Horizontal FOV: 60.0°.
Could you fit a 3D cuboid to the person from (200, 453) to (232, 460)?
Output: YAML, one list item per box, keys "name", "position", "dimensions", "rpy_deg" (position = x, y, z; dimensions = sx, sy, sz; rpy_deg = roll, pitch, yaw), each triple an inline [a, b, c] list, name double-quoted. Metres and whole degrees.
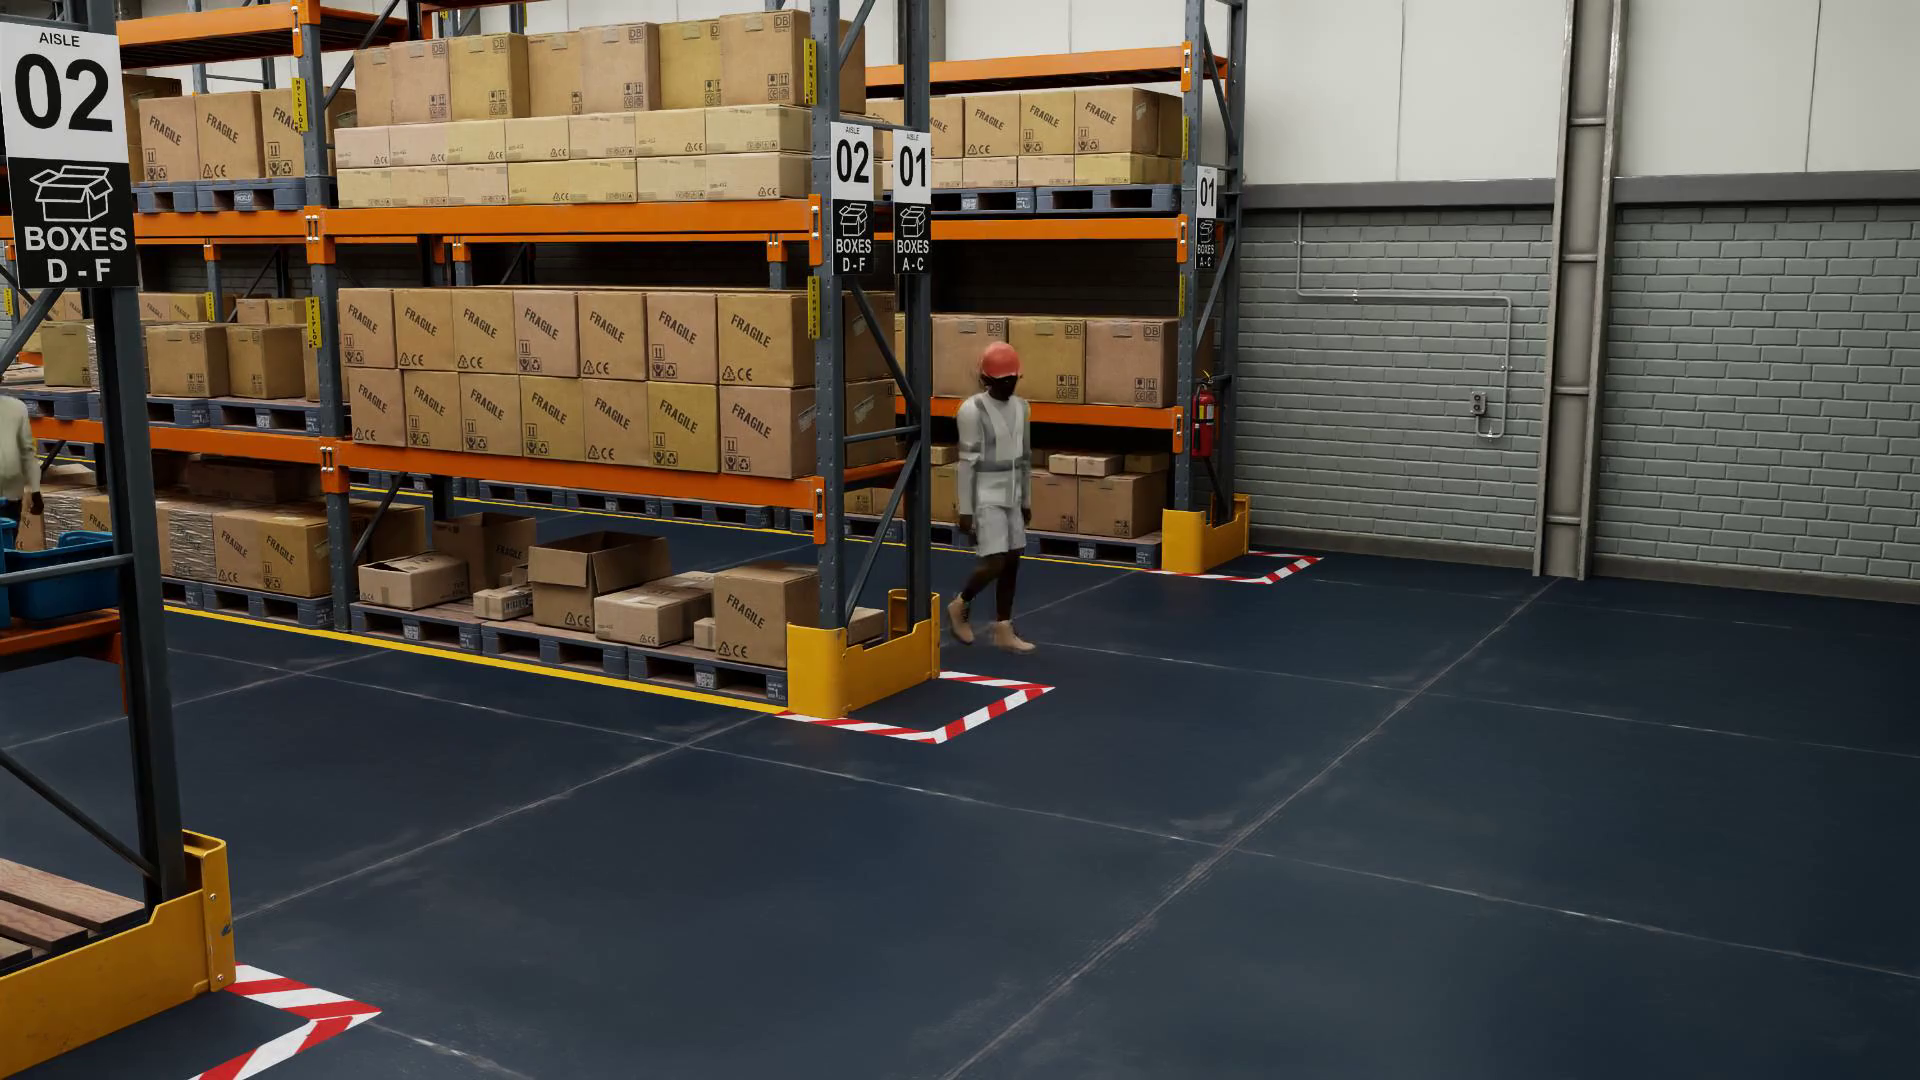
- name: "person"
  position: [-6.690, -0.952, 15.241]
  dimensions: [0.830, 1.804, 0.587]
  rpy_deg: [4, 10, 22]

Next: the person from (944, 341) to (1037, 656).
- name: "person"
  position: [0.214, -0.254, 10.511]
  dimensions: [0.536, 2.009, 0.701]
  rpy_deg: [9, 13, 41]

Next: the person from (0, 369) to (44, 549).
- name: "person"
  position: [-6.565, -0.349, 11.236]
  dimensions: [0.963, 1.962, 0.624]
  rpy_deg: [5, 11, 25]
